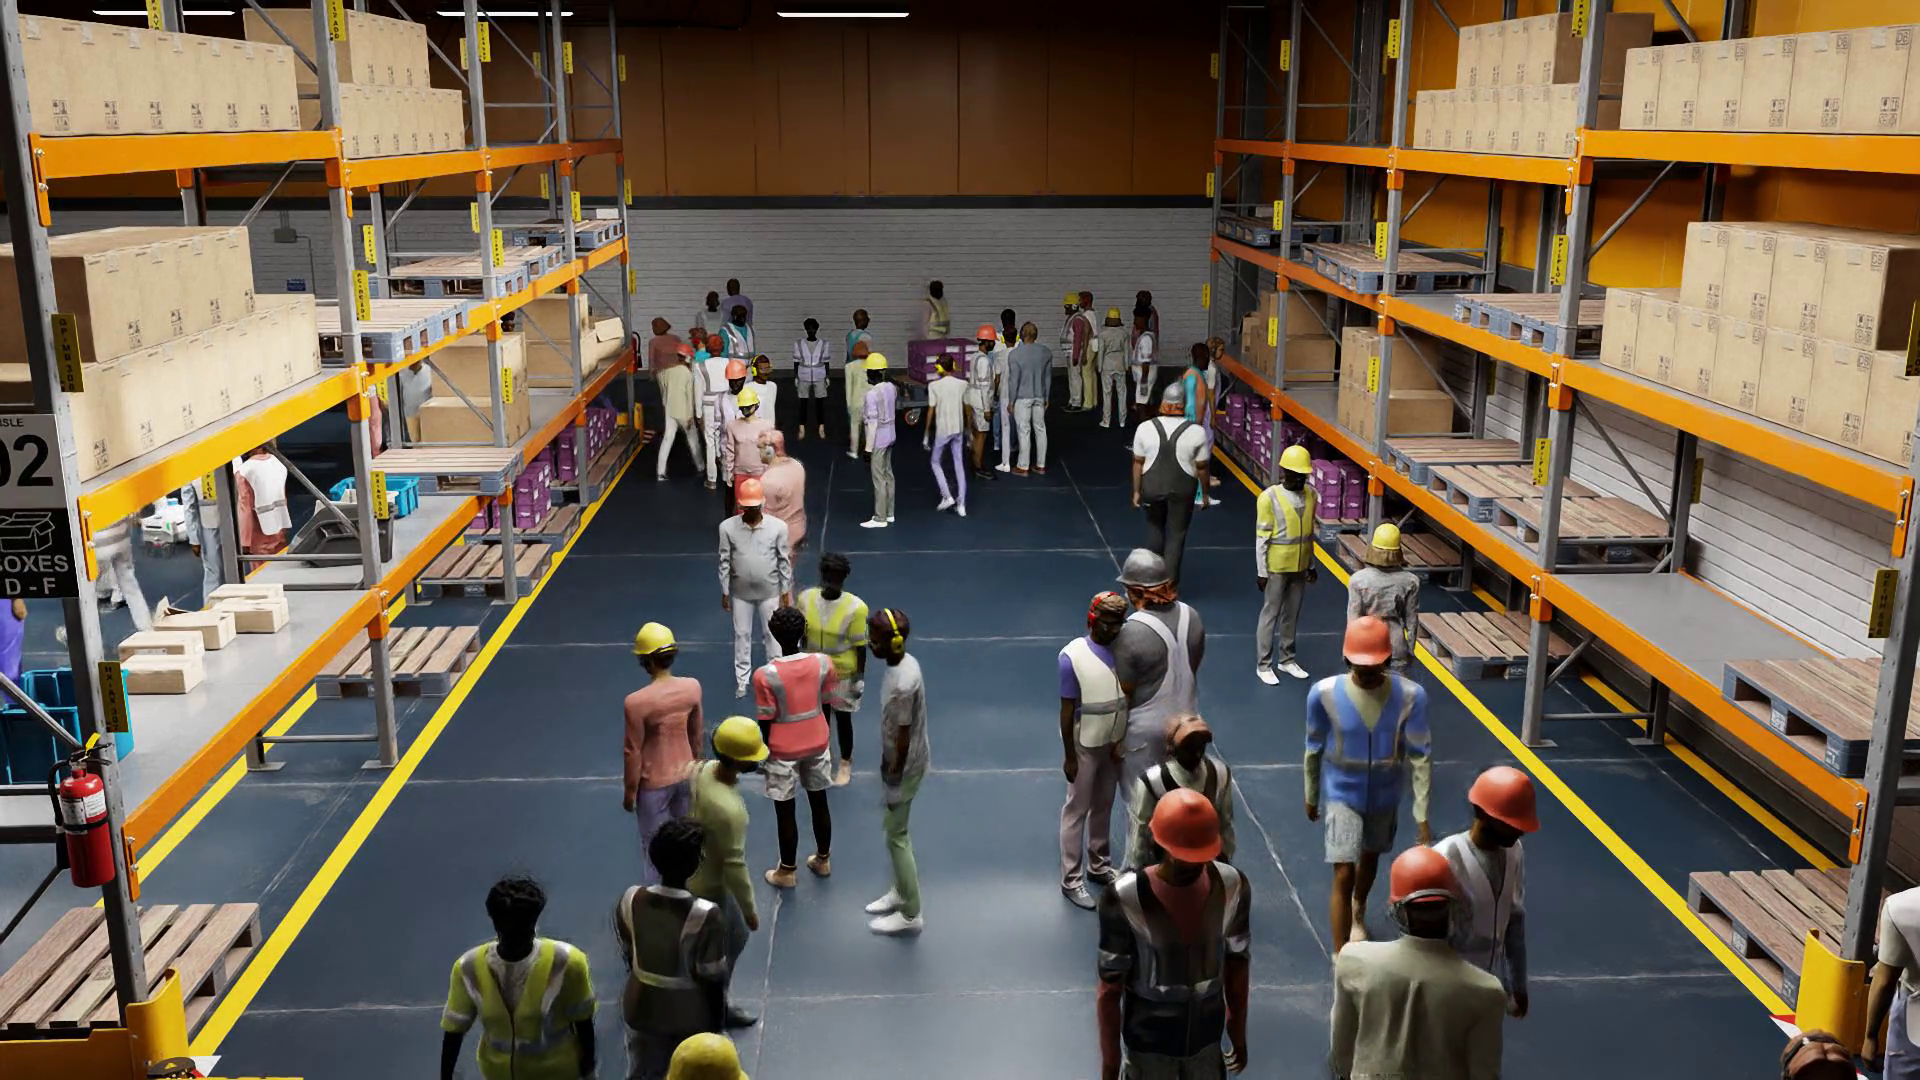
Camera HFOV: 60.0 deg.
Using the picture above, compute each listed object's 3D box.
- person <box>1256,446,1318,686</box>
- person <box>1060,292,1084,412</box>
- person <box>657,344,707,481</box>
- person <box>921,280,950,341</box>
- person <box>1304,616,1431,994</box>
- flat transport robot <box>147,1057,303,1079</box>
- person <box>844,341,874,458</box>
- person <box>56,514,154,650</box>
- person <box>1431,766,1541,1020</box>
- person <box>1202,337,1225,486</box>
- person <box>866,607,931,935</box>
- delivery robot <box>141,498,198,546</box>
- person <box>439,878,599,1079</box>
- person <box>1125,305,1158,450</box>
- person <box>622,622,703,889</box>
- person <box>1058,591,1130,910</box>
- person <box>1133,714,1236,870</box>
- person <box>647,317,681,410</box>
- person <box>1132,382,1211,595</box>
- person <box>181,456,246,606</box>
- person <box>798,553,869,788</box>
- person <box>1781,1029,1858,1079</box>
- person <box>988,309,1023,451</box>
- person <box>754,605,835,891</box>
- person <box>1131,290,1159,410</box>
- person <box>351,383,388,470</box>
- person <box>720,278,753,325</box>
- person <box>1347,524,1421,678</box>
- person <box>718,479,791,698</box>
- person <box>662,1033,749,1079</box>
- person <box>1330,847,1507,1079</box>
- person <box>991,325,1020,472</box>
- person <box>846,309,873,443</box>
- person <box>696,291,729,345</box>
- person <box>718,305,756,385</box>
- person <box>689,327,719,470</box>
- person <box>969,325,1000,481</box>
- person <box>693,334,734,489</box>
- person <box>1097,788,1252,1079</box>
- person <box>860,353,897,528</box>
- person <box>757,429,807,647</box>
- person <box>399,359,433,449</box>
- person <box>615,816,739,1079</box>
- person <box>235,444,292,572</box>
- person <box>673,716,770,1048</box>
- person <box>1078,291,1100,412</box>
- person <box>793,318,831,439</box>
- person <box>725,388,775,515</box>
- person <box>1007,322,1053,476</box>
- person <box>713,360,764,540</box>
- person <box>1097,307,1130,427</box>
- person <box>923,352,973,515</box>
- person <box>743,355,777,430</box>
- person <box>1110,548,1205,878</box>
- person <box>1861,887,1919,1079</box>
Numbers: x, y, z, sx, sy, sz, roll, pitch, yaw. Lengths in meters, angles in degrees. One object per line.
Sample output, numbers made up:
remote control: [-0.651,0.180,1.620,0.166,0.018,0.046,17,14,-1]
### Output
person: [2.609,0.192,13.195,0.595,1.923,0.381,-9,17,-30]
person: [1.726,-2.871,25.425,0.403,1.824,0.594,-2,14,-6]
person: [-3.473,-1.578,20.628,0.570,1.693,0.935,9,17,32]
person: [-0.402,-3.351,27.290,0.509,1.832,0.644,9,17,31]
person: [2.095,1.329,8.636,0.617,1.991,1.046,1,14,4]
flat transport robot: [-3.339,2.627,6.936,0.652,0.197,1.431,0,14,0]
person: [-1.242,-1.801,21.719,0.518,1.576,0.822,-6,15,-22]
person: [-7.184,0.070,13.870,0.965,1.827,0.596,7,16,26]
person: [2.150,1.837,6.800,0.569,1.891,0.903,-10,17,-34]
person: [3.041,-1.564,20.279,0.357,1.835,0.516,-1,14,-5]
person: [-0.346,1.246,9.194,0.349,1.856,0.595,-2,14,-9]
delivery robot: [-8.136,-0.187,17.228,0.477,0.478,0.707,2,14,9]
person: [-1.673,2.059,6.331,0.569,1.670,0.671,2,14,9]
person: [2.483,-2.195,22.510,0.390,1.955,0.617,3,15,12]
person: [-1.635,1.309,9.156,0.339,1.752,0.528,12,18,38]
person: [0.775,1.170,9.530,0.563,1.837,0.391,-13,19,-42]
person: [1.088,1.595,8.308,0.524,1.610,0.741,-5,15,-18]
person: [-4.298,-2.438,24.142,0.525,1.610,0.595,-9,17,-30]
person: [2.029,-0.518,15.754,0.710,2.000,0.916,4,15,16]
person: [-6.409,-0.093,14.362,0.404,1.906,0.598,8,17,30]
person: [-0.838,0.864,11.055,0.557,1.662,0.408,6,15,21]
person: [2.680,2.329,5.376,0.524,1.639,0.308,0,14,1]
person: [0.635,-2.149,22.395,0.593,1.921,0.392,10,17,34]
person: [-0.961,1.205,9.673,0.530,1.696,0.322,-10,18,-35]
person: [2.840,-2.919,25.603,0.429,1.836,0.635,3,15,13]
person: [-7.559,-1.868,21.173,0.617,1.984,0.408,4,15,16]
person: [-3.551,-3.188,26.458,0.367,1.933,0.627,13,19,41]
person: [2.885,0.739,11.412,0.486,1.744,0.294,1,14,6]
person: [-1.582,0.375,12.839,0.566,1.744,0.350,0,14,-1]
person: [-0.782,2.326,5.195,0.321,1.737,0.485,6,15,22]
person: [1.631,2.018,5.999,0.606,1.937,0.930,6,15,22]
person: [0.635,-1.793,21.112,0.521,1.865,0.335,-5,15,-19]
person: [-1.350,-2.266,23.006,0.508,1.847,0.345,12,19,40]
person: [-3.766,-2.904,25.554,0.513,1.820,0.474,-4,15,-17]
person: [-3.127,-2.421,23.626,0.429,1.839,0.634,13,19,41]
person: [-3.227,-1.789,21.181,0.408,1.831,0.605,6,16,23]
person: [0.304,-1.695,20.604,0.385,1.929,0.543,-2,14,-9]
person: [-2.931,-1.556,20.140,0.575,1.885,0.355,-6,15,-22]
person: [0.823,1.888,6.336,0.611,2.032,0.411,-4,15,-14]
person: [-0.896,-1.088,18.217,0.363,1.928,0.587,5,15,20]
person: [-1.560,-0.002,14.015,0.439,1.888,0.685,5,15,18]
person: [-6.679,-1.564,20.462,0.585,1.730,0.560,-2,14,-8]
person: [-1.158,1.937,6.813,0.547,1.671,0.484,5,15,18]
person: [-5.945,-0.064,14.248,0.410,1.908,0.598,3,15,11]
person: [-1.163,1.637,7.911,0.553,1.719,0.549,-3,15,-13]
person: [1.977,-2.883,25.450,0.390,1.838,0.573,4,15,17]
person: [-2.070,-2.255,23.255,0.531,1.697,0.320,-2,14,-7]
person: [-2.124,-0.669,16.893,0.534,1.767,0.319,2,14,8]
person: [0.863,-1.764,20.849,0.629,1.940,0.377,-8,16,-29]
person: [-2.346,-0.946,17.639,0.542,1.938,0.358,1,14,3]
person: [2.217,-2.511,24.166,0.487,1.744,0.313,-3,15,-10]
person: [-0.130,-1.196,18.818,0.639,1.838,0.530,-6,16,-24]
person: [-2.197,-1.133,18.506,0.326,1.874,0.519,13,19,41]
person: [1.085,1.022,9.706,0.701,2.000,0.536,-11,18,-37]
person: [3.832,1.943,6.507,0.560,1.836,0.394,1,14,4]
